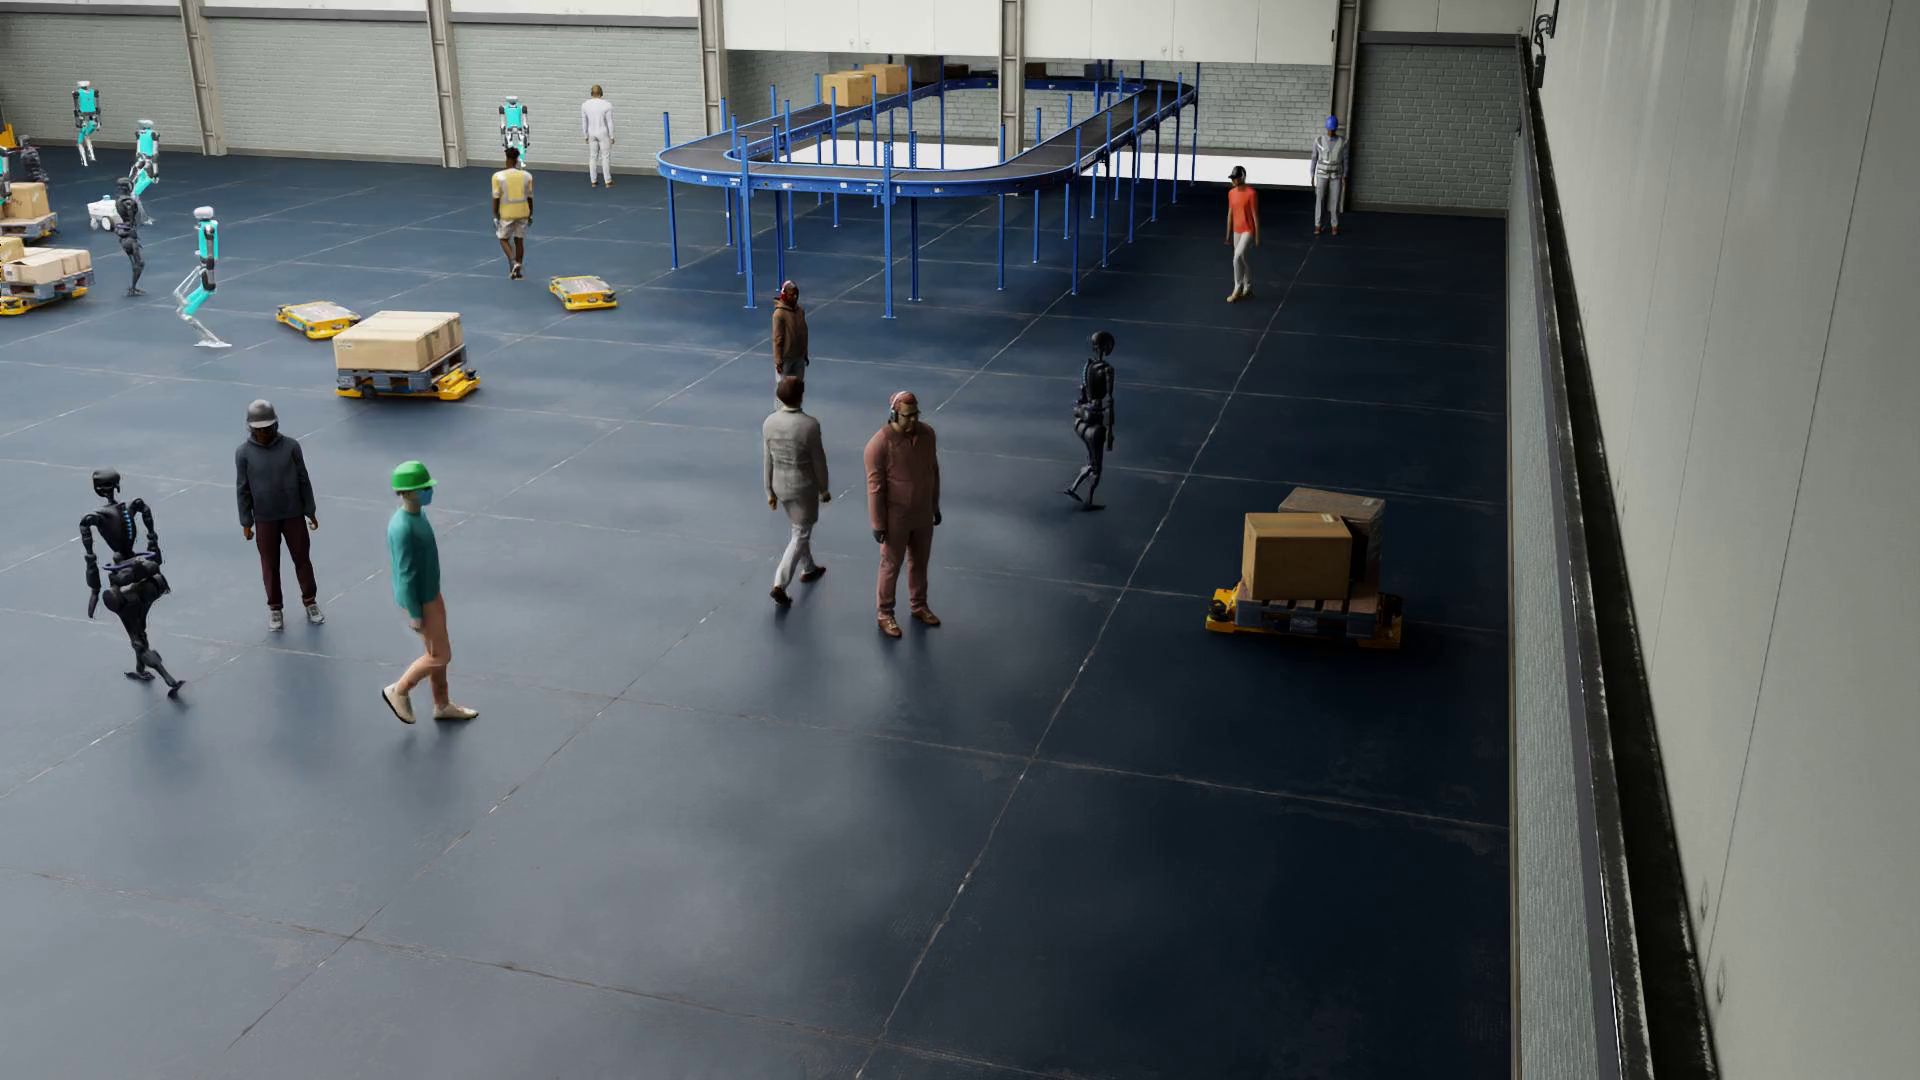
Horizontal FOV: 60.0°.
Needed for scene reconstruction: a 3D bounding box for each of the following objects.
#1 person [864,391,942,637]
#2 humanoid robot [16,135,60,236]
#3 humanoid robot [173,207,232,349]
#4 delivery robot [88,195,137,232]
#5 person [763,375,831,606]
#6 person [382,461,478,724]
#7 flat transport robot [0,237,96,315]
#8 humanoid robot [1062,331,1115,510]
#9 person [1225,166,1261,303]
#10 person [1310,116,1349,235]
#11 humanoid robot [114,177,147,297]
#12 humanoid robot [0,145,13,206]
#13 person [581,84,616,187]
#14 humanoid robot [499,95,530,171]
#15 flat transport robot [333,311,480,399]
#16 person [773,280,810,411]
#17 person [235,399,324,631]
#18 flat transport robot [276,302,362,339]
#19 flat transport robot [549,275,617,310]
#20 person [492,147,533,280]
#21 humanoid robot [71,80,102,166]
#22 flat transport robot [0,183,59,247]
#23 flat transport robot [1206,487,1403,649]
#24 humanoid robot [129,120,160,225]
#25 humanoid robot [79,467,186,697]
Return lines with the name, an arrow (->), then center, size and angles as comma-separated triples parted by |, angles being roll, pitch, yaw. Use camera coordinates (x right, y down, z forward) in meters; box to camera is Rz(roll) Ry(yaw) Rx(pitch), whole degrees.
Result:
person -> -0.396, -0.200, 12.443 | 0.641, 1.897, 0.411 | -17, 27, -38
humanoid robot -> -15.222, -5.862, 27.432 | 0.623, 1.636, 0.372 | 15, 26, 33
humanoid robot -> -9.337, -3.165, 20.263 | 0.737, 1.729, 0.539 | -10, 23, -25
delivery robot -> -14.325, -5.496, 28.052 | 0.777, 0.606, 0.511 | 12, 24, 28
person -> -1.318, -0.408, 13.120 | 0.497, 1.792, 0.908 | 11, 24, 26
person -> -3.567, 0.371, 10.994 | 0.485, 1.863, 0.542 | -1, 21, -2
flat transport robot -> -12.732, -3.343, 22.848 | 0.659, 0.231, 1.431 | 4, 22, 11
humanoid robot -> 1.198, -1.071, 15.000 | 0.389, 1.635, 0.608 | -9, 23, -23
person -> 3.851, -4.196, 22.837 | 0.765, 1.866, 0.492 | -15, 25, -33
person -> 6.097, -6.027, 27.507 | 0.616, 1.932, 0.416 | 2, 21, 6
humanoid robot -> -11.596, -4.230, 23.209 | 0.332, 1.654, 0.591 | -14, 25, -33
humanoid robot -> -15.408, -5.487, 26.402 | 0.533, 1.814, 0.710 | 7, 22, 18
person -> -6.968, -7.798, 32.111 | 0.636, 1.928, 0.381 | 5, 22, 13
humanoid robot -> -8.424, -7.535, 31.532 | 0.531, 1.688, 0.725 | -5, 22, -13
flat transport robot -> -6.241, -1.773, 18.775 | 1.431, 0.231, 0.659 | 2, 21, 5
person -> -1.738, -1.848, 17.044 | 0.320, 1.651, 0.457 | 16, 26, 35
person -> -5.152, -0.198, 12.559 | 0.550, 1.806, 0.381 | -11, 23, -25
flat transport robot -> -8.314, -2.863, 21.604 | 0.659, 0.231, 1.431 | -17, 27, -37
flat transport robot -> -5.248, -3.442, 23.106 | 0.659, 0.231, 1.431 | -9, 23, -22
person -> -6.439, -4.707, 24.077 | 0.626, 1.934, 0.552 | -14, 25, -32
humanoid robot -> -18.251, -8.665, 34.685 | 0.790, 1.816, 0.537 | 16, 26, 35
flat transport robot -> -15.305, -4.875, 26.821 | 0.659, 0.231, 1.431 | -3, 21, -8
flat transport robot -> 2.643, 0.559, 12.728 | 1.431, 0.231, 0.659 | 6, 22, 14
humanoid robot -> -14.010, -6.251, 28.375 | 0.536, 1.733, 0.837 | 11, 24, 27
humanoid robot -> -5.712, 0.294, 11.532 | 0.737, 1.646, 0.590 | 11, 23, 26
